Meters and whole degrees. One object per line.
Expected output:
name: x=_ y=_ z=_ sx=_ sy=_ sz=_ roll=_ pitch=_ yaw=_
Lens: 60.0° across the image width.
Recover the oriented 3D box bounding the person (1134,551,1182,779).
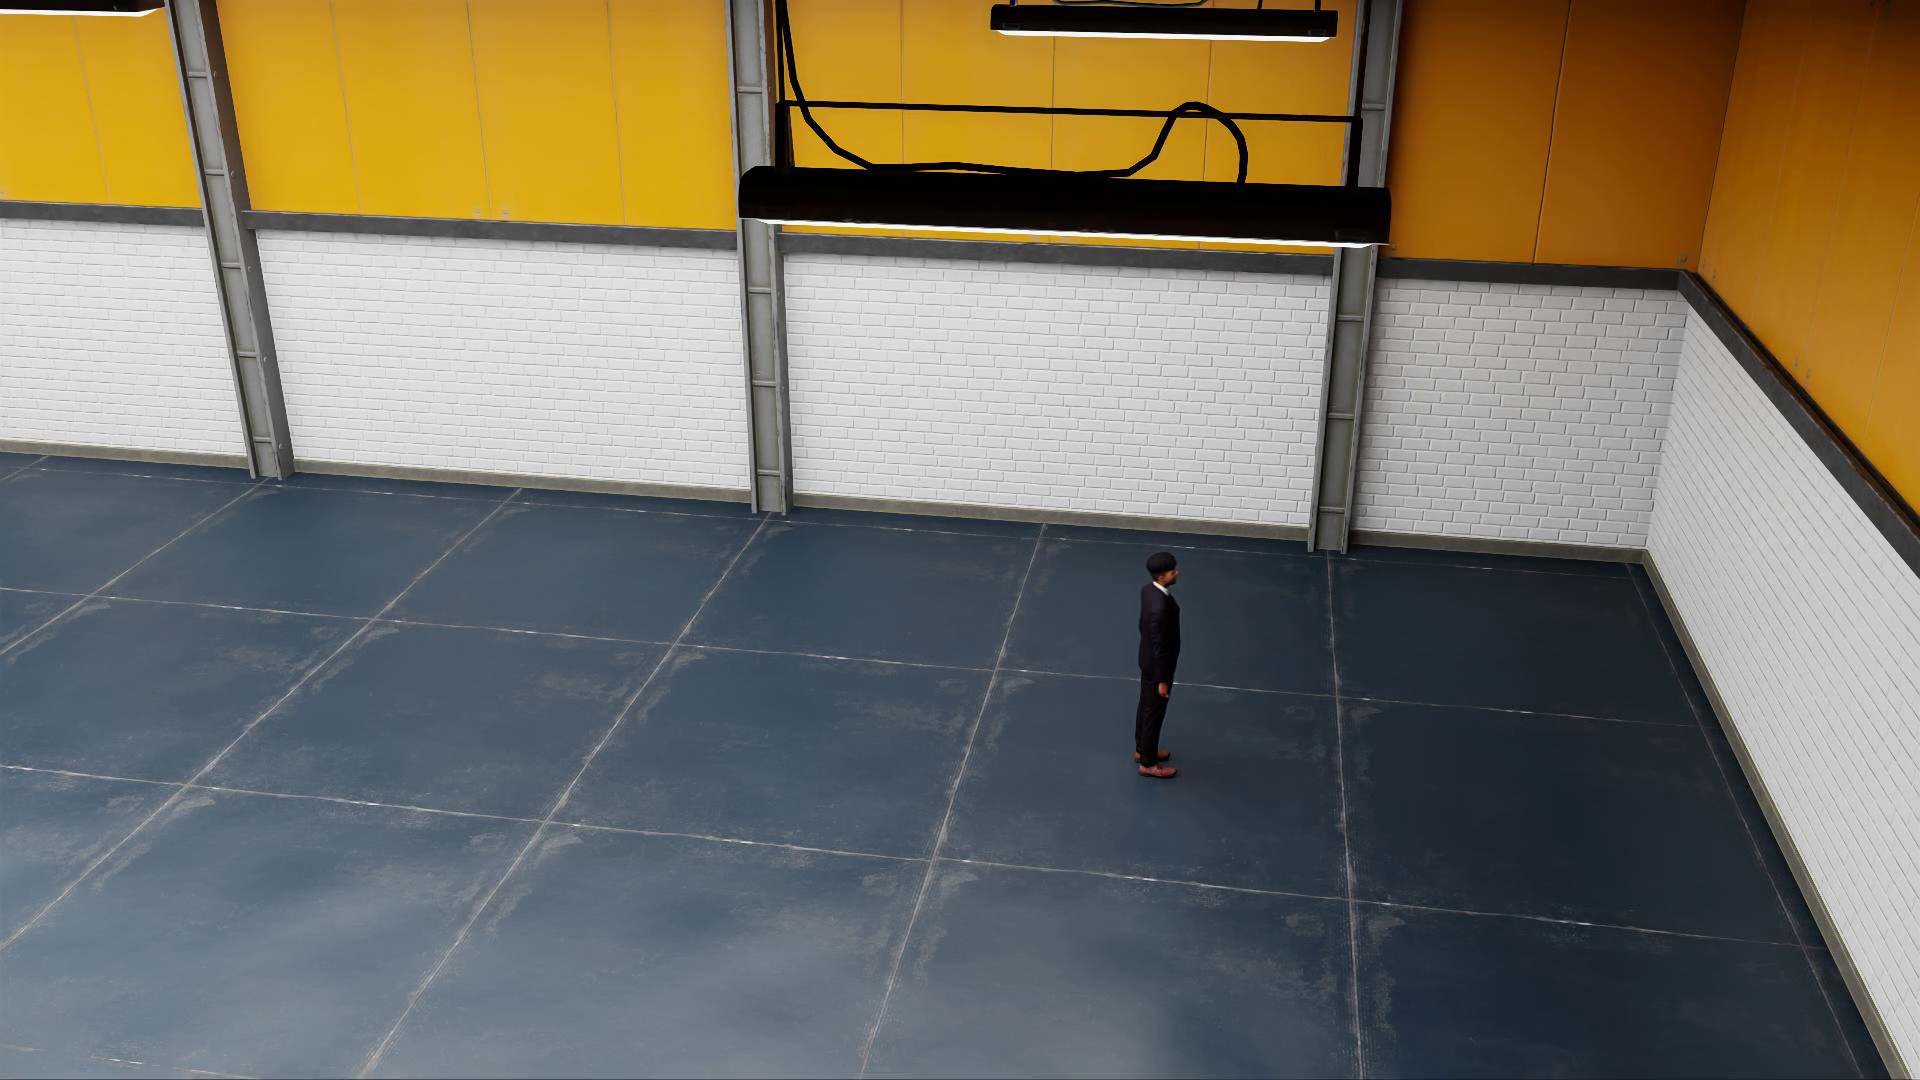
person: x=1.528 y=0.956 z=13.027 sx=0.643 sy=1.884 sz=0.747 roll=-2 pitch=24 yaw=-4
